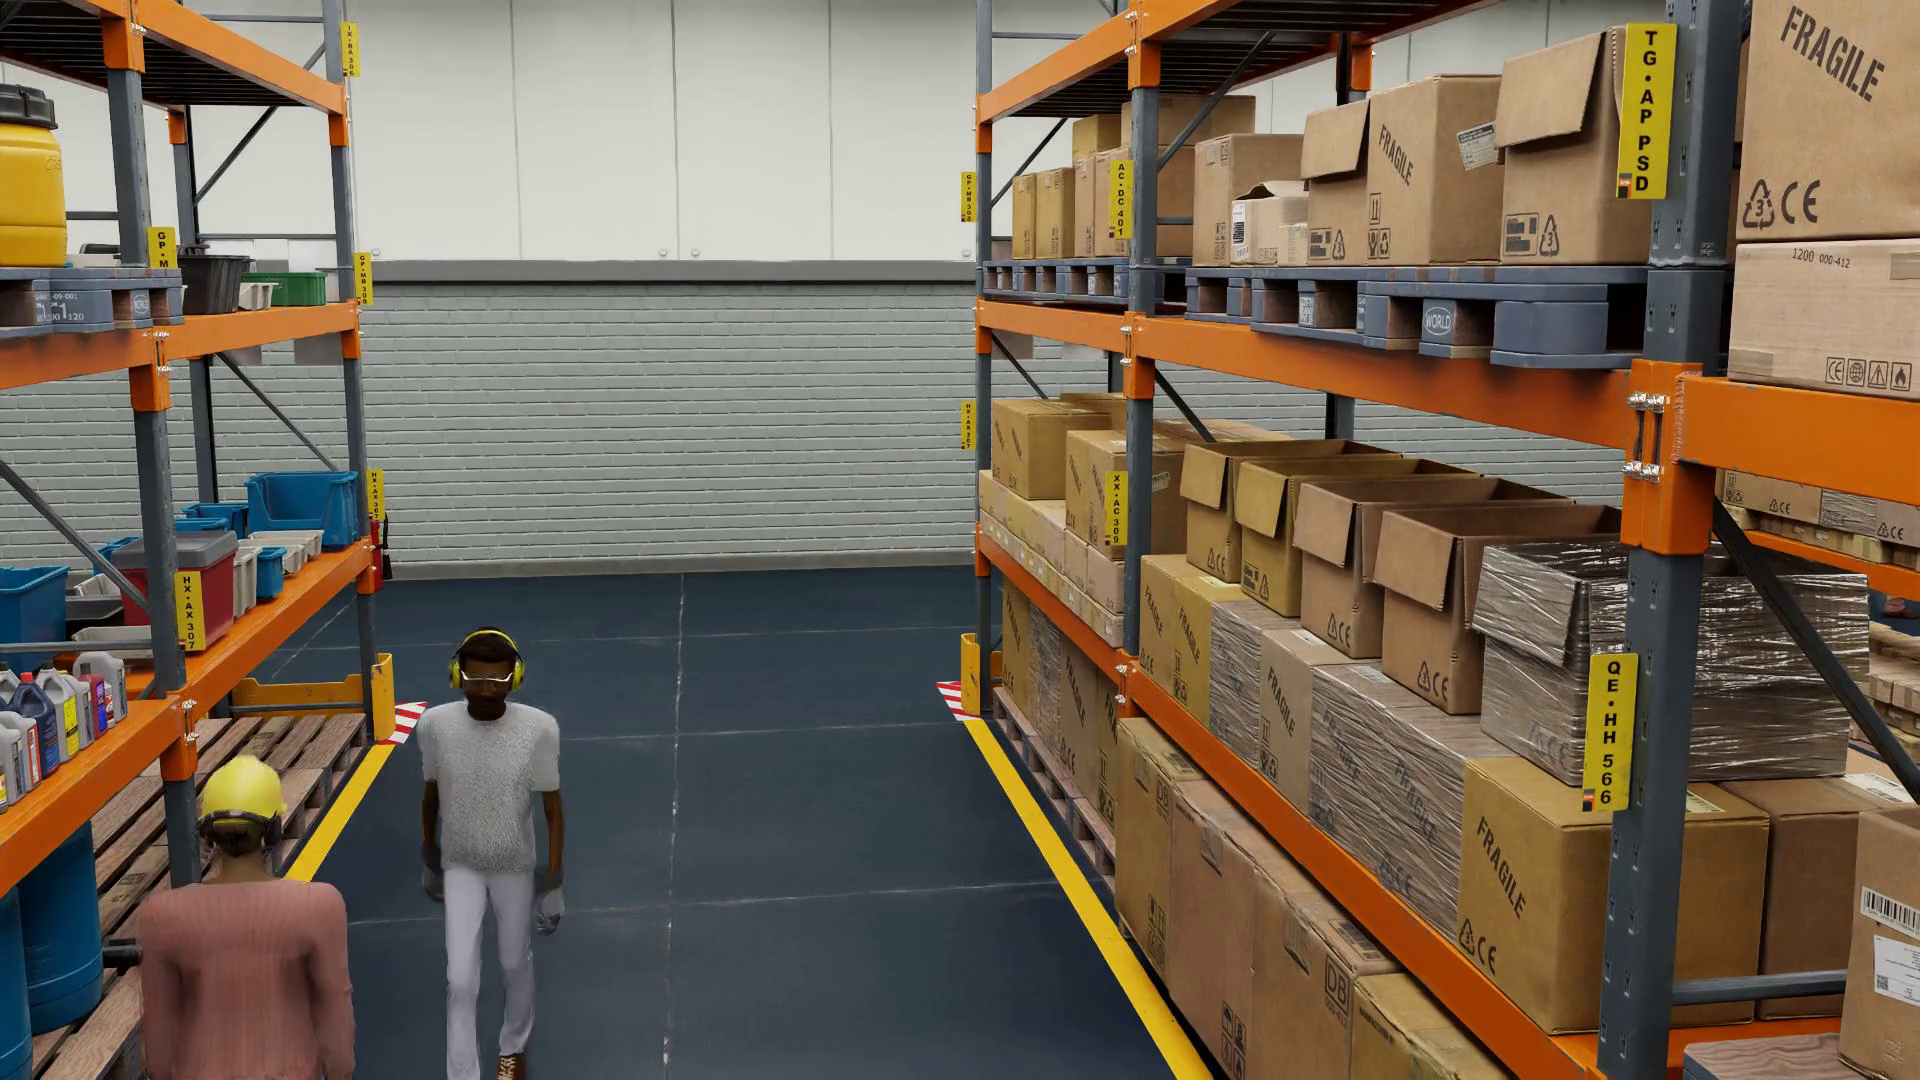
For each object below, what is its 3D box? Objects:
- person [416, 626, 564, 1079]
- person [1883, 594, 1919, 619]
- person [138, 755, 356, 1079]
[{"bbox_3d":[-1.657,1.190,5.840,0.514,1.817,0.852,-1,9,-9],"label":"person"},{"bbox_3d":[8.510,-0.207,14.303,0.970,1.857,0.665,1,9,9],"label":"person"},{"bbox_3d":[-1.889,1.452,4.438,0.535,1.757,0.434,-2,10,-15],"label":"person"}]
